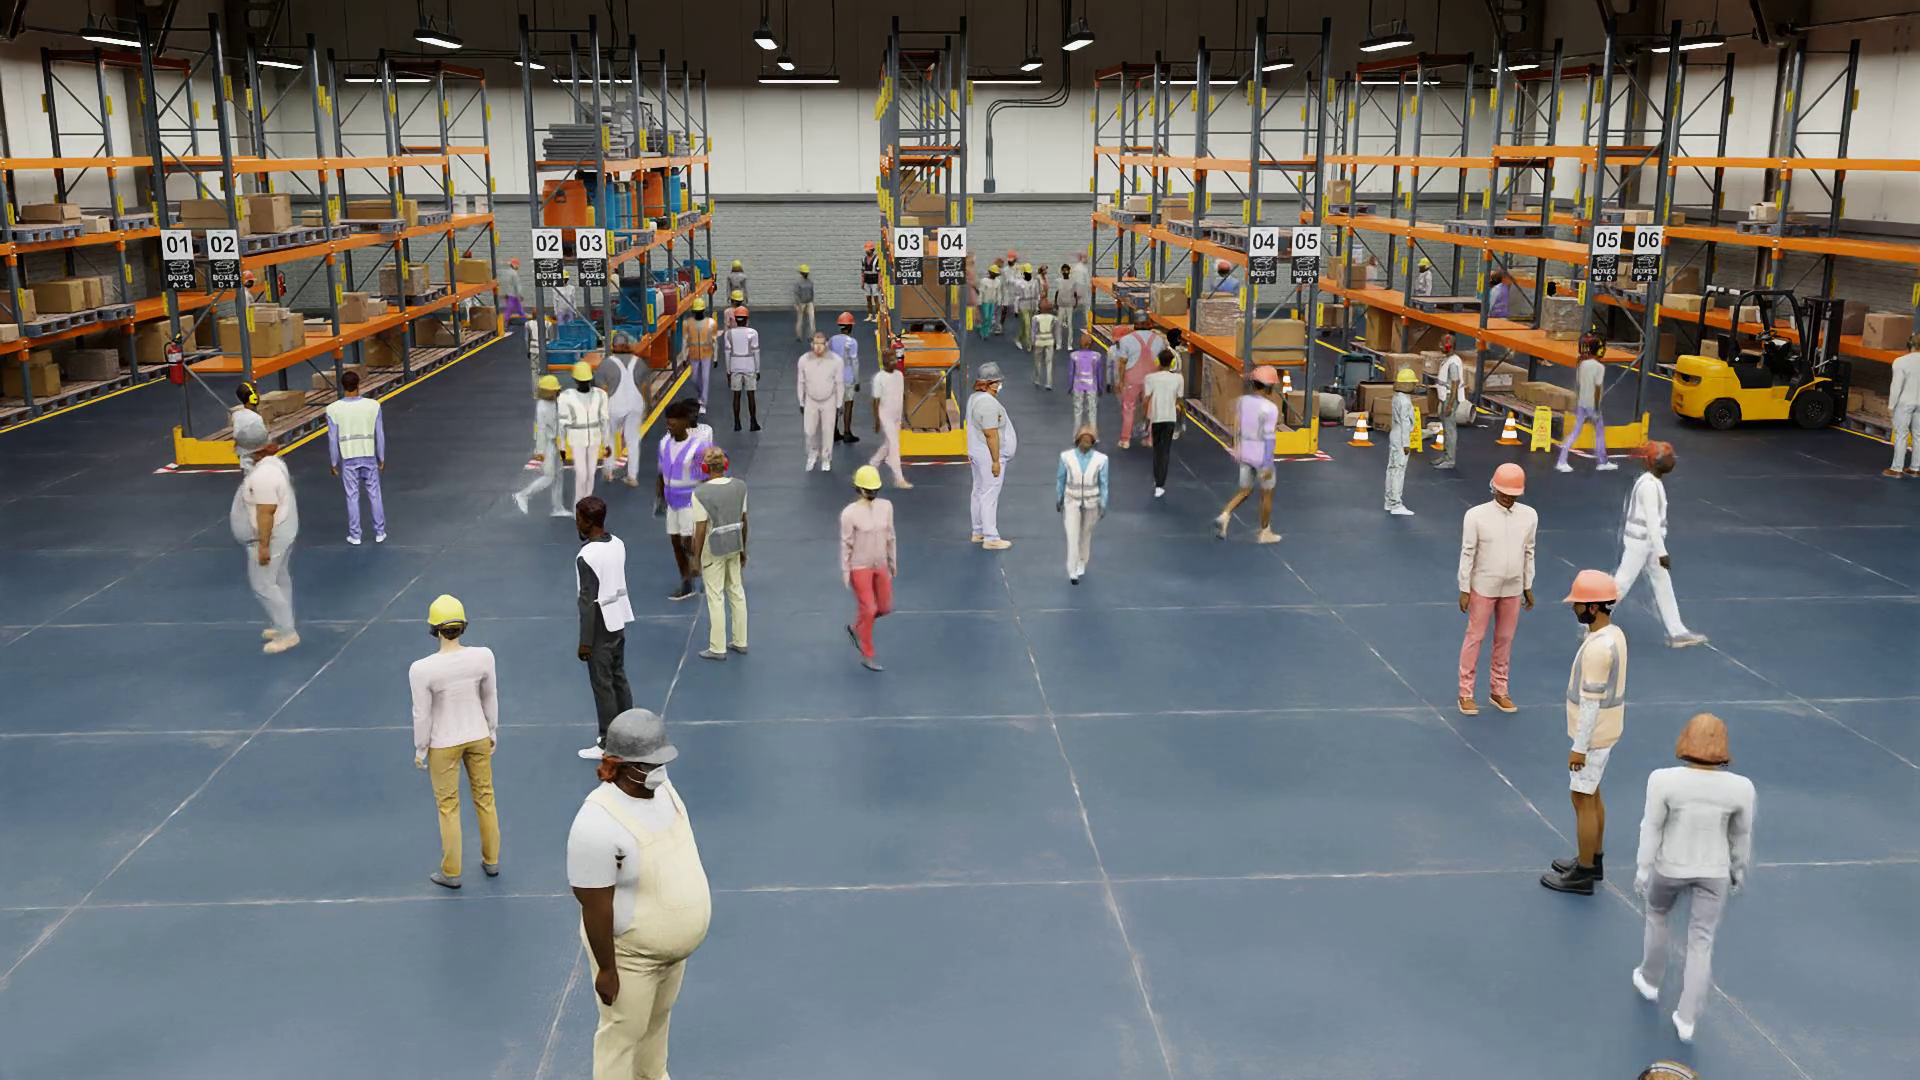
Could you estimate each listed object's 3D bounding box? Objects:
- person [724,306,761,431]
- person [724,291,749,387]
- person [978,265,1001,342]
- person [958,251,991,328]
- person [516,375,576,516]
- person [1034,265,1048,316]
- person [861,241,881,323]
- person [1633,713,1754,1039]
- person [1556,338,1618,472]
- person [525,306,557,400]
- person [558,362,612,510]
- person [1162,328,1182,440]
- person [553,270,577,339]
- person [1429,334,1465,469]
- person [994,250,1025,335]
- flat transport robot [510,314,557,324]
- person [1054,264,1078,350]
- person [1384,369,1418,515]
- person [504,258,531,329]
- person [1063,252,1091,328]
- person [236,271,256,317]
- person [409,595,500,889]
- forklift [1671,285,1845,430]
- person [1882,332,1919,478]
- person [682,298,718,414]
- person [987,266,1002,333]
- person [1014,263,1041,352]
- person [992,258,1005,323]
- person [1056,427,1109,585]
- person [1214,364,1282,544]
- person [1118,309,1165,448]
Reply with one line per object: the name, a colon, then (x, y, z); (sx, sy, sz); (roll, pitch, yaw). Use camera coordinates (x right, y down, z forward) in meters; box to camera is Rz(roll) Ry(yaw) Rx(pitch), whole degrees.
person: (-3.349, -2.642, 25.700); (0.543, 1.928, 0.374); (1, 13, 4)
person: (-4.069, -3.683, 30.463); (0.533, 1.765, 0.326); (-11, 17, -39)
person: (0.679, -5.361, 37.651); (0.551, 1.735, 0.446); (-10, 16, -35)
person: (0.235, -6.088, 40.463); (0.987, 1.867, 0.648); (2, 13, 8)
person: (-4.911, -1.101, 19.616); (0.576, 1.723, 0.486); (0, 13, 2)
person: (1.906, -5.637, 39.034); (0.314, 1.633, 0.519); (9, 16, 33)
person: (-2.234, -6.455, 41.648); (0.612, 2.030, 0.410); (9, 16, 33)
person: (3.631, 1.619, 8.315); (0.533, 1.606, 0.713); (3, 14, 12)
person: (8.494, -1.815, 22.441); (0.962, 1.826, 0.540); (-5, 14, -20)
person: (-7.282, -3.249, 28.891); (0.523, 1.639, 0.306); (1, 13, 3)
person: (-4.342, -1.130, 19.362); (0.582, 1.897, 0.586); (-8, 16, -32)
person: (3.159, -2.333, 24.918); (0.319, 1.686, 0.539); (3, 14, 13)
person: (-8.424, -4.876, 35.514); (0.523, 1.769, 0.313); (-11, 17, -39)
person: (6.675, -1.879, 22.663); (0.391, 1.838, 0.564); (2, 13, 9)
person: (1.240, -5.801, 39.013); (0.596, 1.983, 1.041); (10, 17, 37)
flat transport robot: (-10.758, -5.487, 41.305); (1.431, 0.197, 0.652); (7, 15, 26)
person: (2.287, -5.031, 35.948); (0.523, 1.870, 0.317); (3, 14, 12)
person: (5.294, -1.181, 19.910); (0.294, 1.744, 0.486); (0, 13, -1)
person: (-10.755, -5.985, 40.351); (0.903, 1.692, 0.578); (-8, 15, -29)
person: (2.879, -6.050, 40.286); (0.959, 1.866, 0.643); (-2, 13, -8)
person: (-13.780, -4.210, 32.235); (0.398, 1.990, 0.619); (-7, 15, -27)
person: (-2.977, 1.186, 9.833); (0.525, 1.769, 0.312); (-11, 17, -40)
forklift: (12.503, -2.886, 26.166); (2.313, 2.155, 1.214); (-1, 13, -3)
person: (12.579, -1.781, 22.031); (0.629, 1.940, 0.378); (-1, 13, -6)
person: (-4.286, -3.064, 27.521); (0.601, 1.911, 0.632); (0, 13, -1)
person: (0.755, -5.639, 39.069); (0.512, 1.612, 0.653); (-7, 15, -28)
person: (1.412, -5.027, 35.885); (0.592, 1.893, 0.925); (-9, 16, -34)
person: (0.952, -6.224, 41.525); (0.346, 1.614, 0.524); (-9, 16, -33)
person: (1.231, -0.355, 16.735); (0.522, 1.575, 0.909); (0, 13, 2)
person: (3.192, -0.914, 18.196); (0.788, 2.017, 0.615); (-9, 16, -33)
person: (2.620, -2.363, 24.278); (0.685, 2.000, 0.536); (-3, 14, -14)
